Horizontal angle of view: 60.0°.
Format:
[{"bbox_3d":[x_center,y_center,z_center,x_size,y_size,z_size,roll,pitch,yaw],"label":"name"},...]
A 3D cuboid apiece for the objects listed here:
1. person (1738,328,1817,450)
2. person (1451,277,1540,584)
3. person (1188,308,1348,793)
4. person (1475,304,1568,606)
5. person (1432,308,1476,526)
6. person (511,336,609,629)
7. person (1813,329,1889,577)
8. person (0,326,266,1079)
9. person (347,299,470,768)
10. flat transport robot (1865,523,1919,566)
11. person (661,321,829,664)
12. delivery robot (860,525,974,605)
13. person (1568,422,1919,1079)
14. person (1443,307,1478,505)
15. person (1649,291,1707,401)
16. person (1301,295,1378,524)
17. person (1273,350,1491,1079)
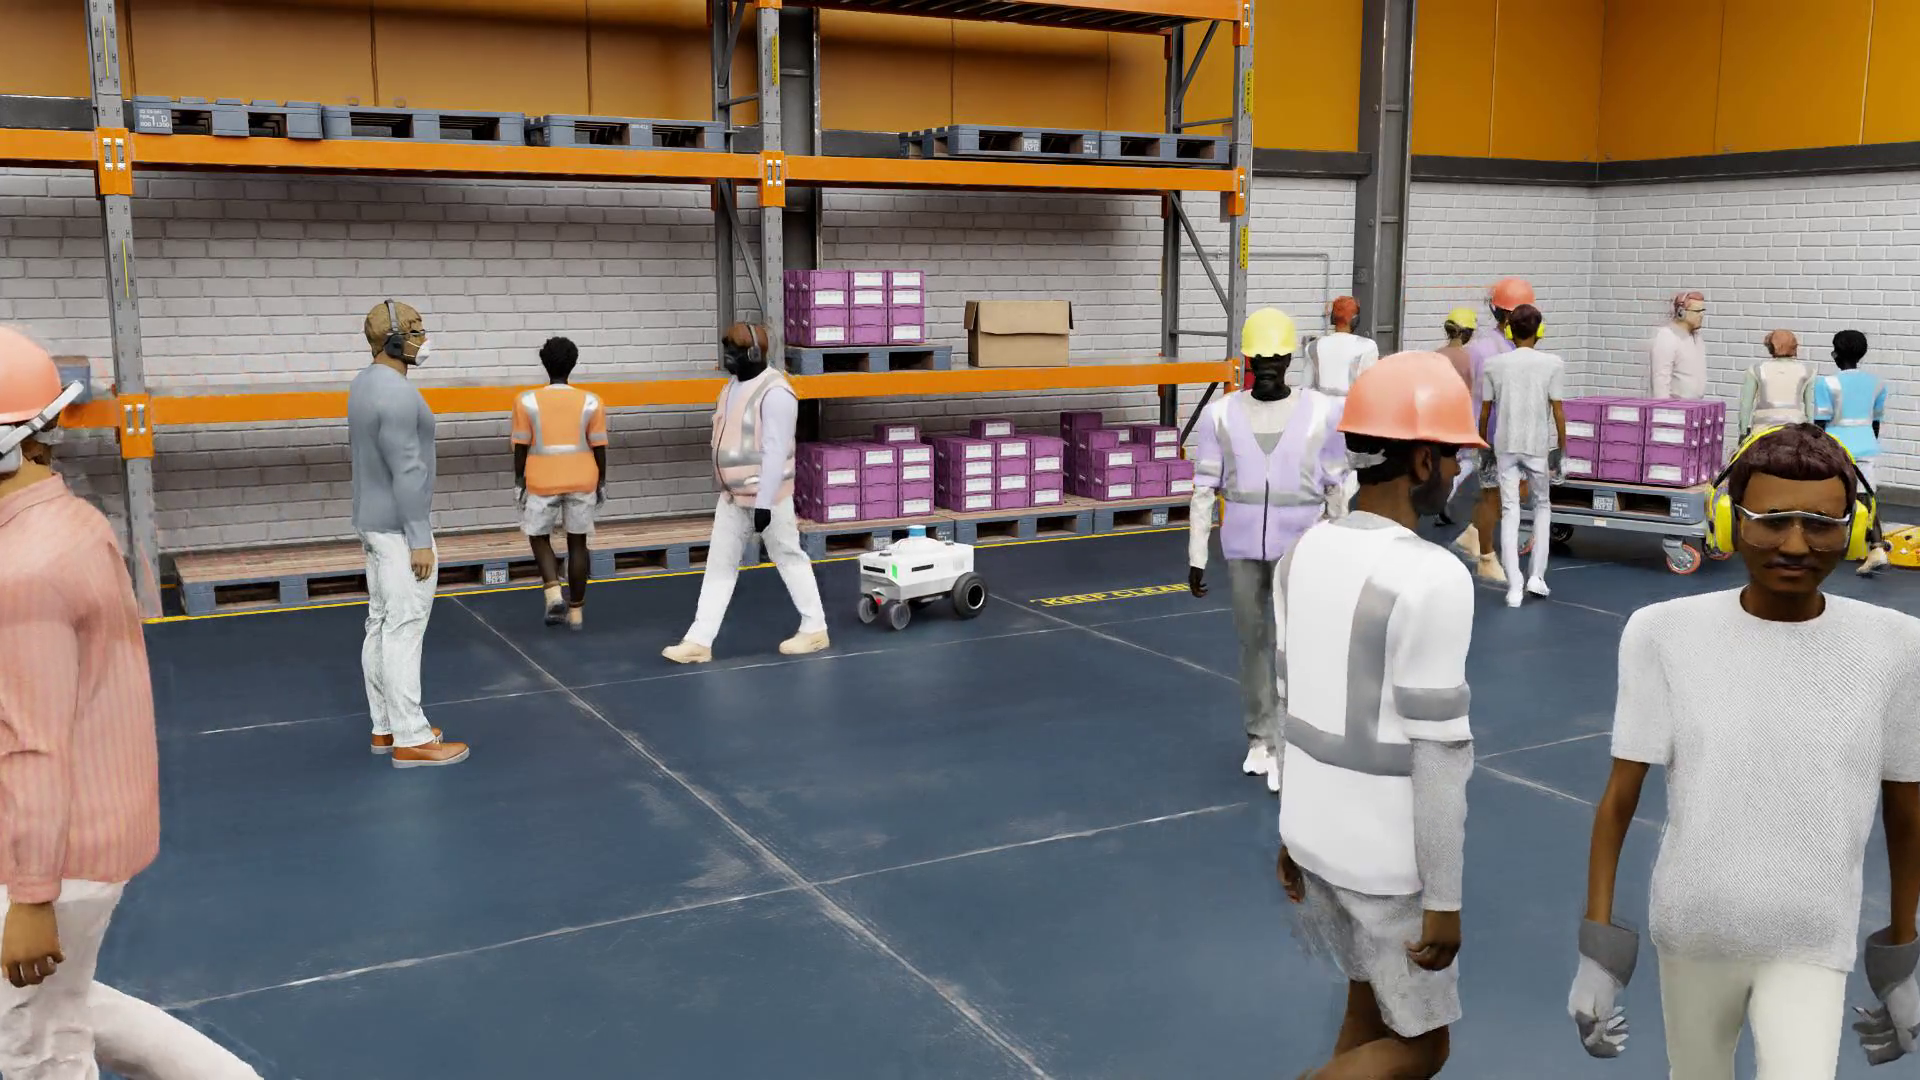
[{"bbox_3d":[6.110,-0.765,12.415,0.548,1.619,0.500,3,10,20],"label":"person"},{"bbox_3d":[3.504,-0.695,10.802,0.512,2.013,0.618,8,12,41],"label":"person"},{"bbox_3d":[1.207,0.044,6.601,0.625,1.902,0.707,3,10,19],"label":"person"},{"bbox_3d":[3.477,-0.532,10.304,0.549,1.842,0.626,4,10,22],"label":"person"},{"bbox_3d":[3.900,-0.962,13.200,0.423,1.749,0.539,-7,12,-38],"label":"person"},{"bbox_3d":[-2.256,-0.310,9.439,0.549,1.680,0.396,-3,10,-20],"label":"person"},{"bbox_3d":[6.016,-0.589,11.234,0.546,1.663,0.819,-1,9,-6],"label":"person"},{"bbox_3d":[-1.675,0.566,3.224,0.591,1.974,0.613,-4,10,-21],"label":"person"},{"bbox_3d":[-2.337,-0.026,6.946,0.371,1.941,0.627,-6,11,-33],"label":"person"},{"bbox_3d":[6.300,-0.027,12.024,0.652,0.197,1.431,-9,13,-44],"label":"flat transport robot"},{"bbox_3d":[-1.091,-0.244,8.732,0.954,1.793,0.646,-7,12,-36],"label":"person"},{"bbox_3d":[-0.251,0.157,9.753,0.477,0.478,0.707,9,13,43],"label":"delivery robot"},{"bbox_3d":[1.329,0.712,2.804,0.551,1.815,0.964,4,10,25],"label":"person"},{"bbox_3d":[4.363,-1.113,14.186,0.756,1.739,0.527,1,9,4],"label":"person"},{"bbox_3d":[5.653,-0.983,12.951,0.677,1.880,0.700,-9,13,-43],"label":"person"},{"bbox_3d":[2.736,-0.835,12.082,0.630,1.870,0.472,7,12,37],"label":"person"},{"bbox_3d":[0.749,0.587,3.279,0.644,1.917,0.545,-3,10,-16],"label":"person"}]
